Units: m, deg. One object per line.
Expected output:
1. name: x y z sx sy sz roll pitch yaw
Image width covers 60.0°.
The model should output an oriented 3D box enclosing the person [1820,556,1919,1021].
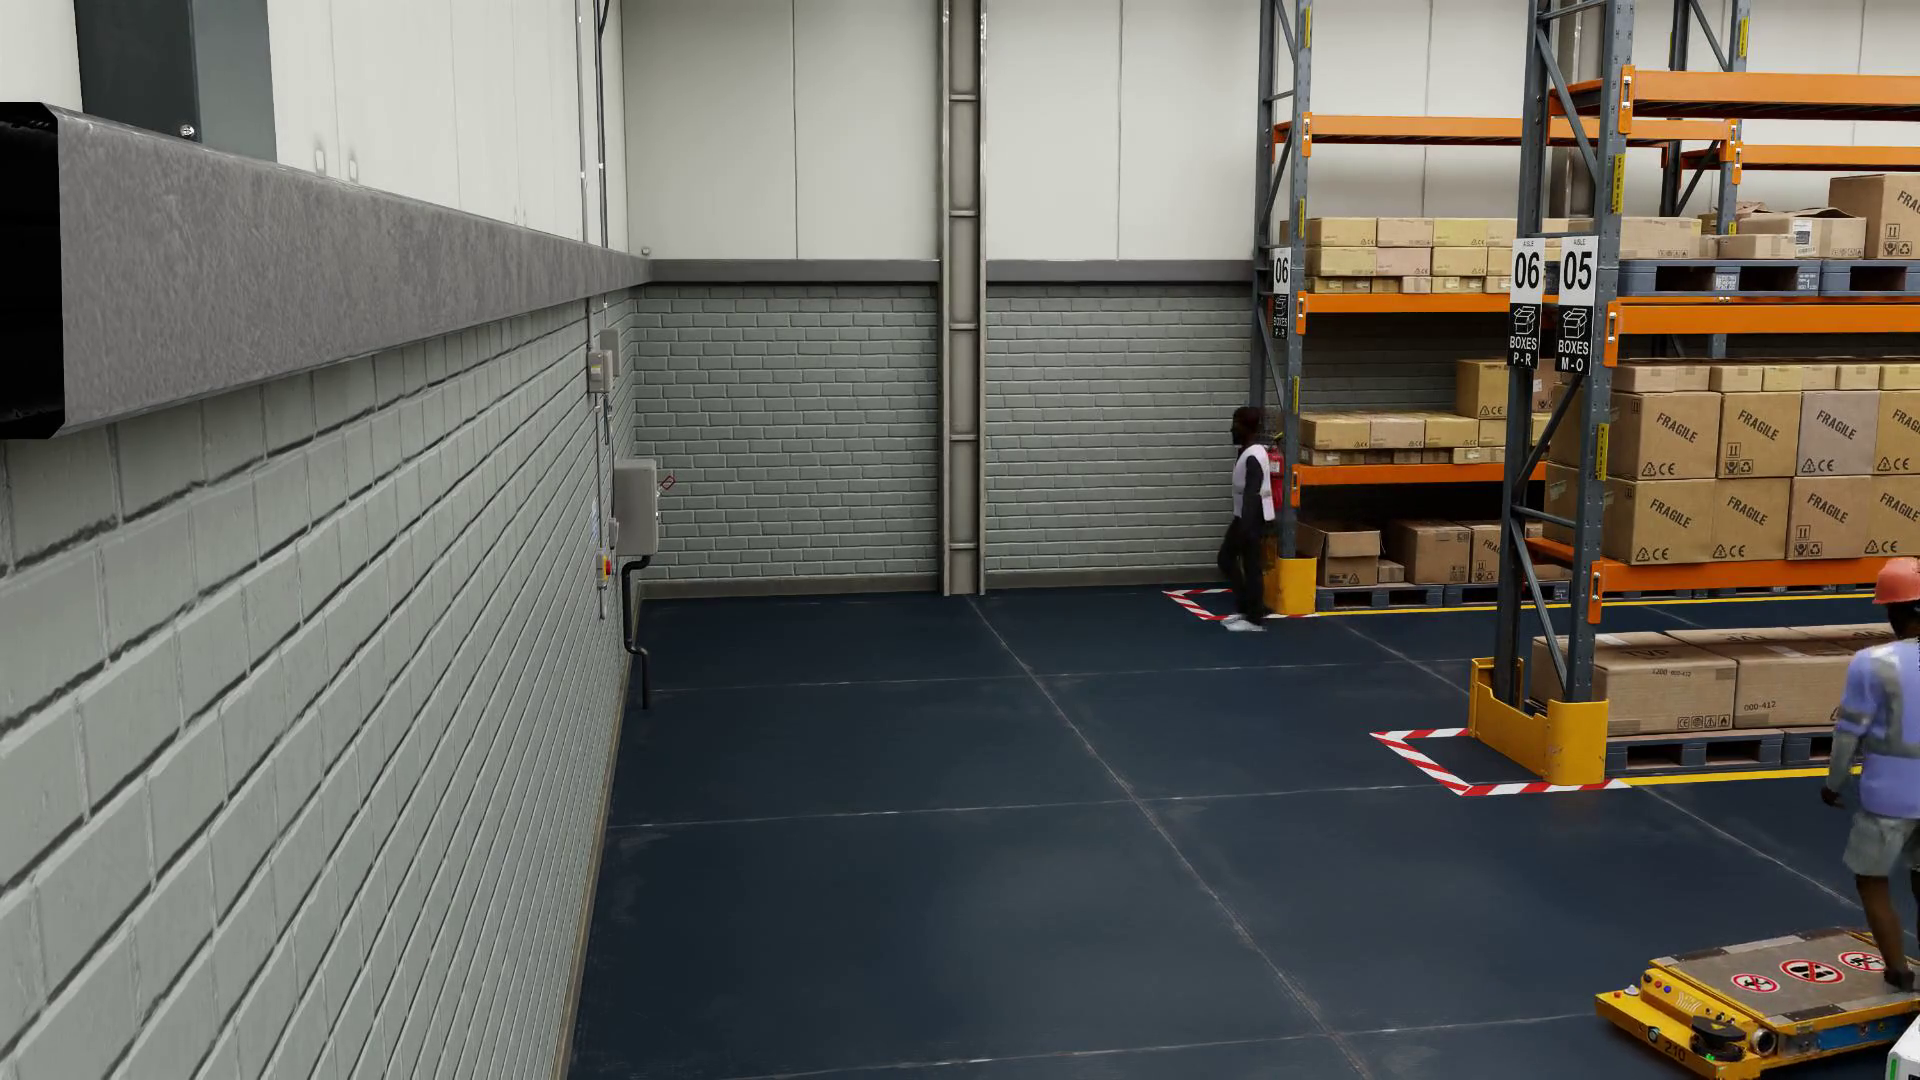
1. person: 3.793 1.025 6.613 0.565 1.910 0.590 0 9 1

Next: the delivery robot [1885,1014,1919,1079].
1. delivery robot: 3.462 1.790 5.737 0.477 0.478 0.707 8 12 42

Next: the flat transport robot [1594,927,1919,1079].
1. flat transport robot: 3.344 1.830 6.651 1.431 0.197 0.652 -3 10 -20

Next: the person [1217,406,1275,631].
1. person: 2.358 -0.166 13.922 0.538 1.904 0.615 1 9 3
